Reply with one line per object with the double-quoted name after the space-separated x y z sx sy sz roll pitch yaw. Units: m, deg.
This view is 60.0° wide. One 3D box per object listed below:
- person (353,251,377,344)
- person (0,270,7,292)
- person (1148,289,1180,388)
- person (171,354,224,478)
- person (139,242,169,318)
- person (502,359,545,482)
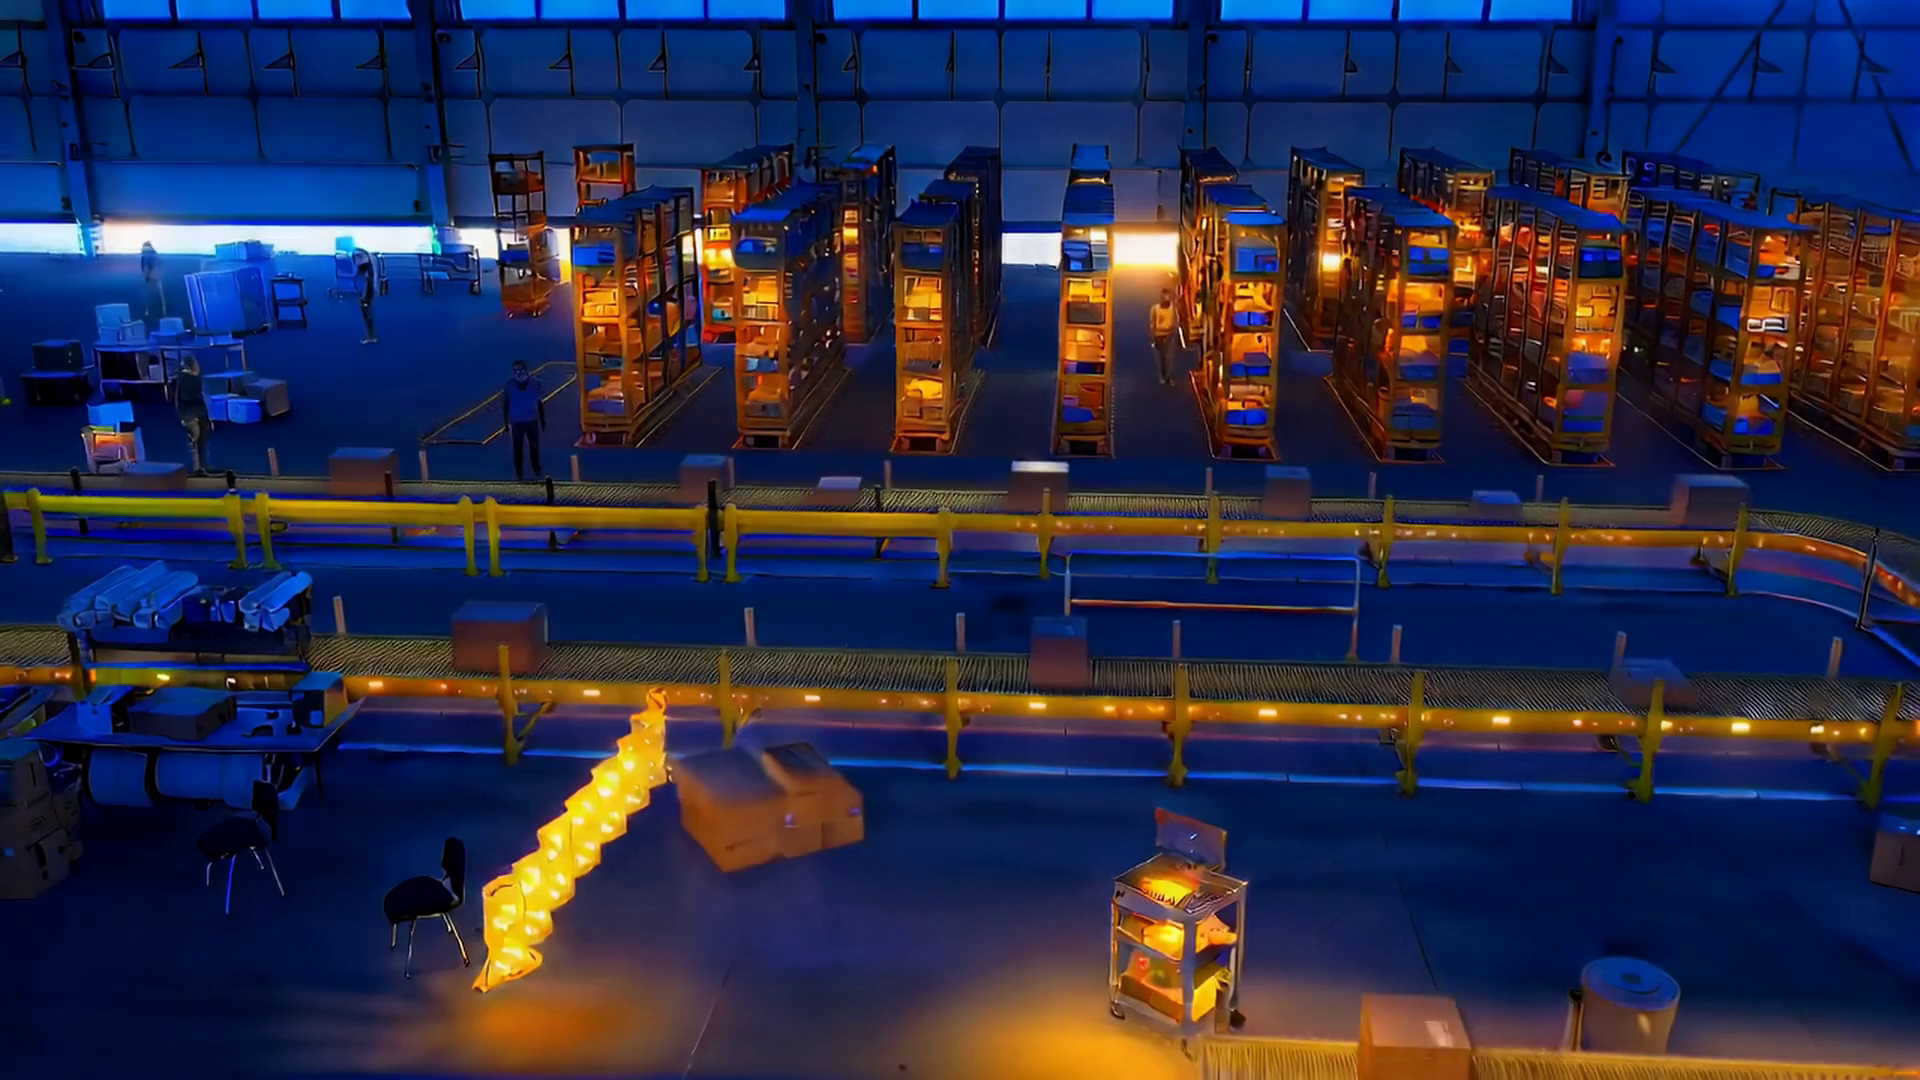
-12.291 -5.009 34.330 0.406 1.911 0.639 -3 18 -10 "person"
-23.822 -6.906 40.647 0.846 1.714 0.594 2 18 7 "person"
3.722 -3.677 30.293 0.587 1.786 0.816 1 18 2 "person"
-11.143 -1.808 24.297 0.603 1.830 0.404 4 18 12 "person"
-18.136 -5.851 37.374 0.936 1.688 0.488 15 23 39 "person"
-6.274 -1.714 23.976 0.565 1.845 0.387 -5 18 -15 "person"
